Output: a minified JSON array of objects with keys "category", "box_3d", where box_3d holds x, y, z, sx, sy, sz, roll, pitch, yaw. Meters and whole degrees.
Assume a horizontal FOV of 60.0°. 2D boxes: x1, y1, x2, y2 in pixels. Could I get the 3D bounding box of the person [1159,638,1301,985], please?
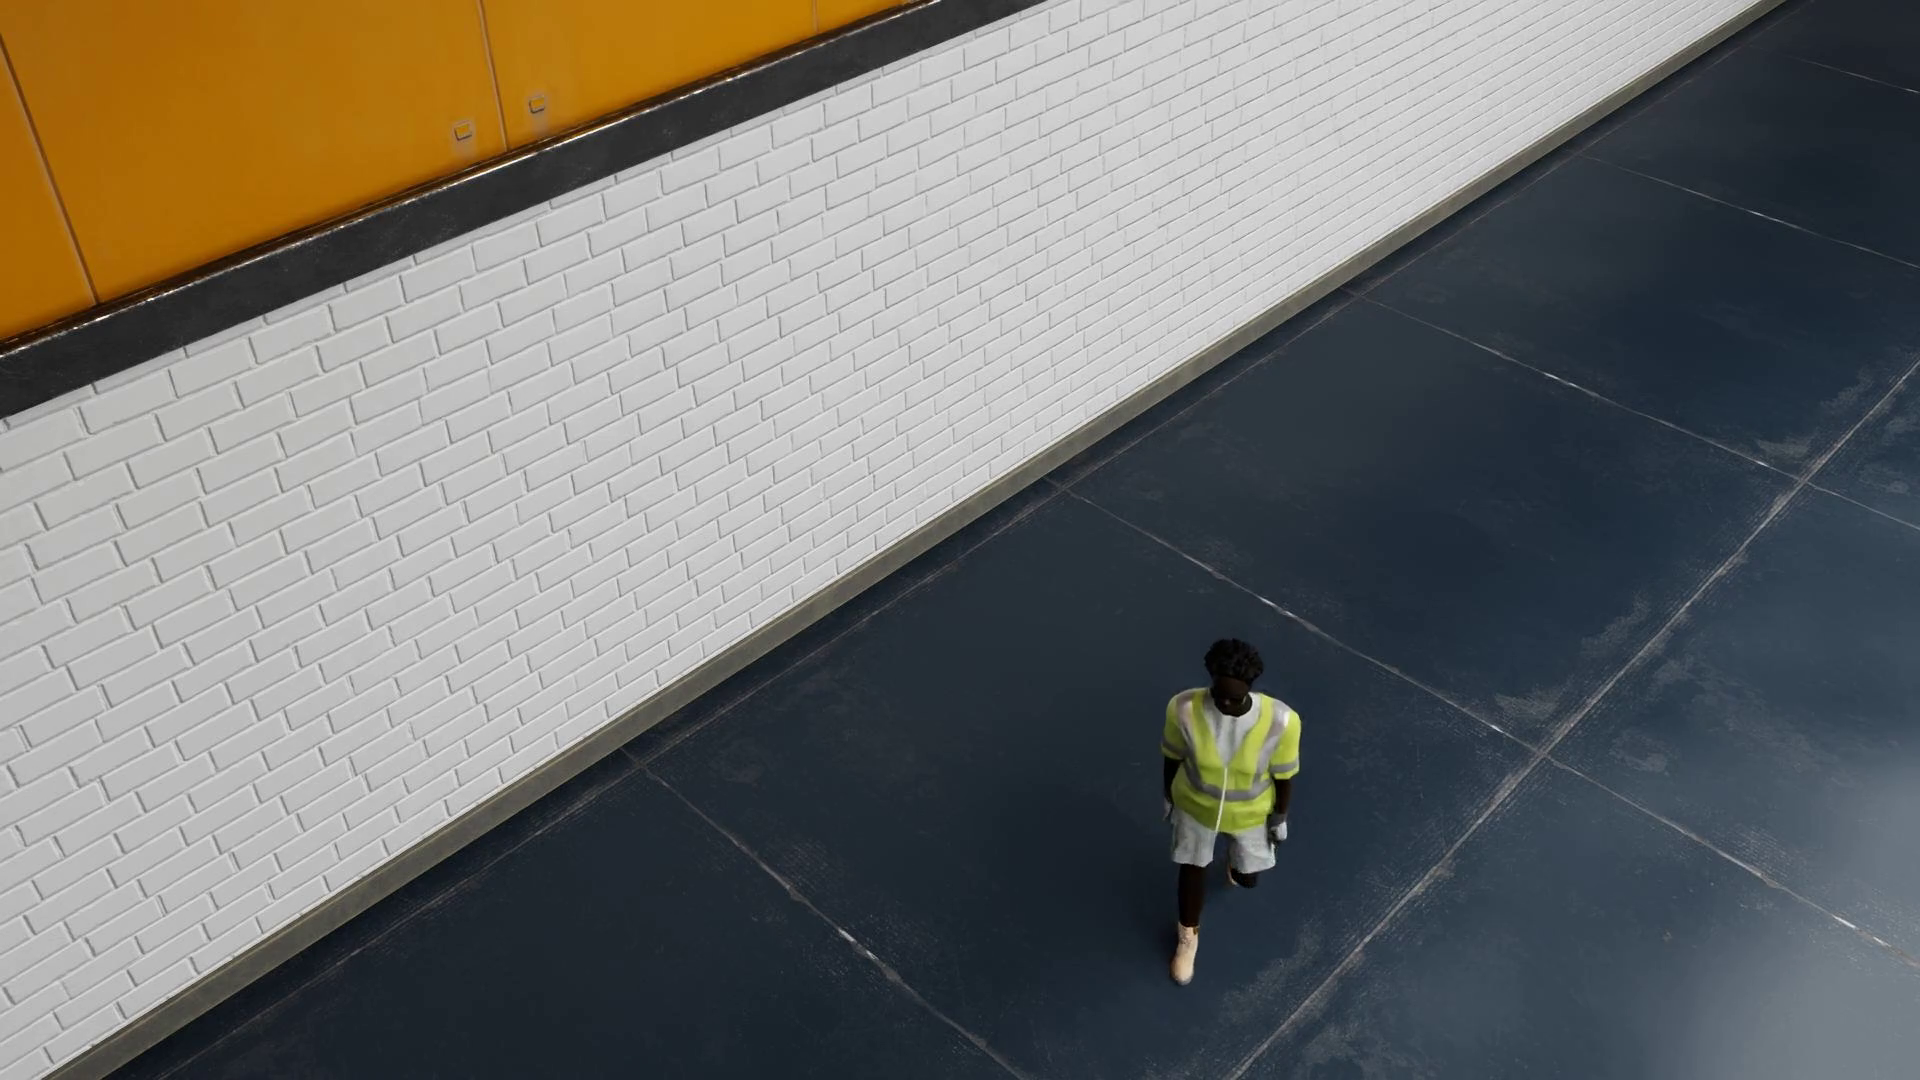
[{"category":"person","box_3d":[1.036,0.995,6.545,0.537,1.675,0.602,9,40,11]}]
